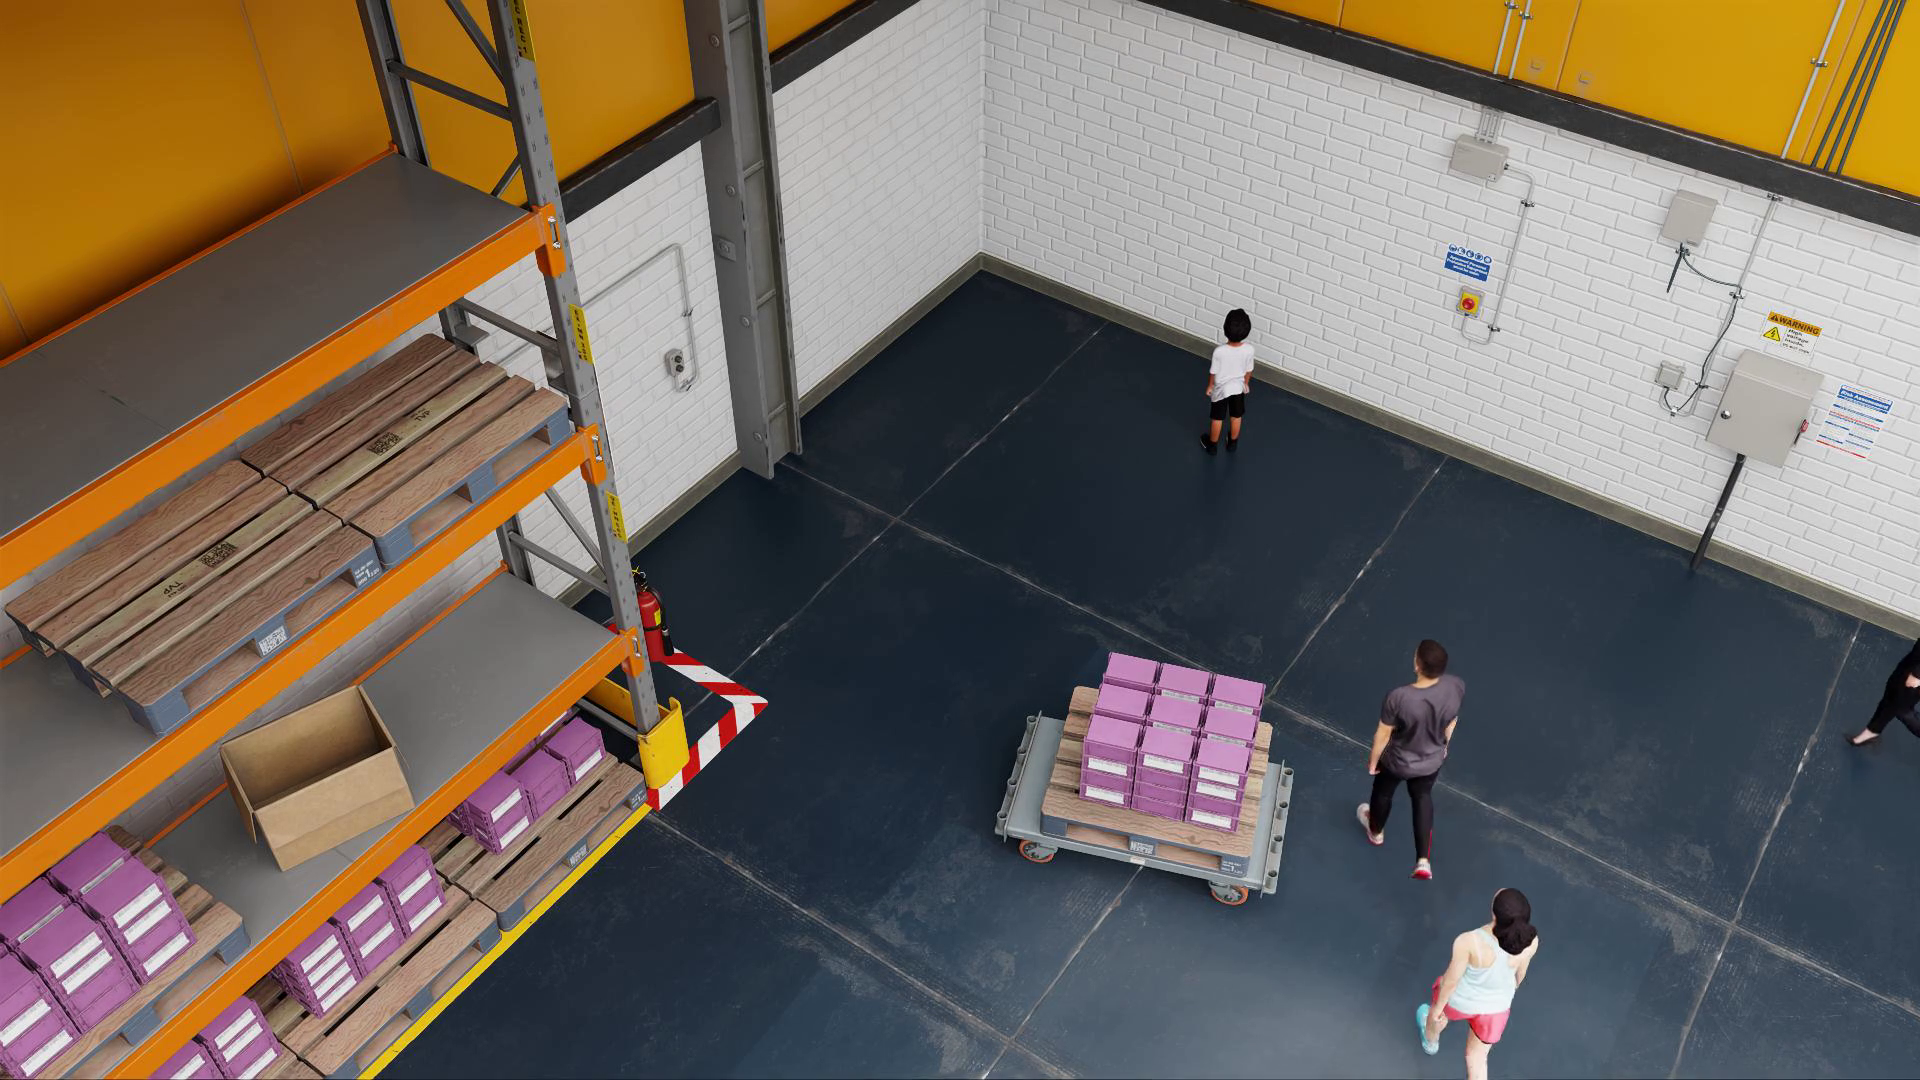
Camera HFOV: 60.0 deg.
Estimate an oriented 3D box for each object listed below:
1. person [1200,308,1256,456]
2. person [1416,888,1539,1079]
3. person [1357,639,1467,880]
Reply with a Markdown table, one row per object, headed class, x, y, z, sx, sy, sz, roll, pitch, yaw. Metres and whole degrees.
| class | x | y | z | sx | sy | sz | roll | pitch | yaw |
| --- | --- | --- | --- | --- | --- | --- | --- | --- | --- |
| person | 1.979 | -1.153 | 12.210 | 0.582 | 1.262 | 0.639 | -6 | 44 | -6 |
| person | 2.564 | 2.346 | 8.200 | 1.037 | 1.727 | 1.232 | 0 | 44 | 1 |
| person | 2.559 | 1.266 | 9.317 | 0.986 | 1.749 | 1.061 | -5 | 44 | -6 |
